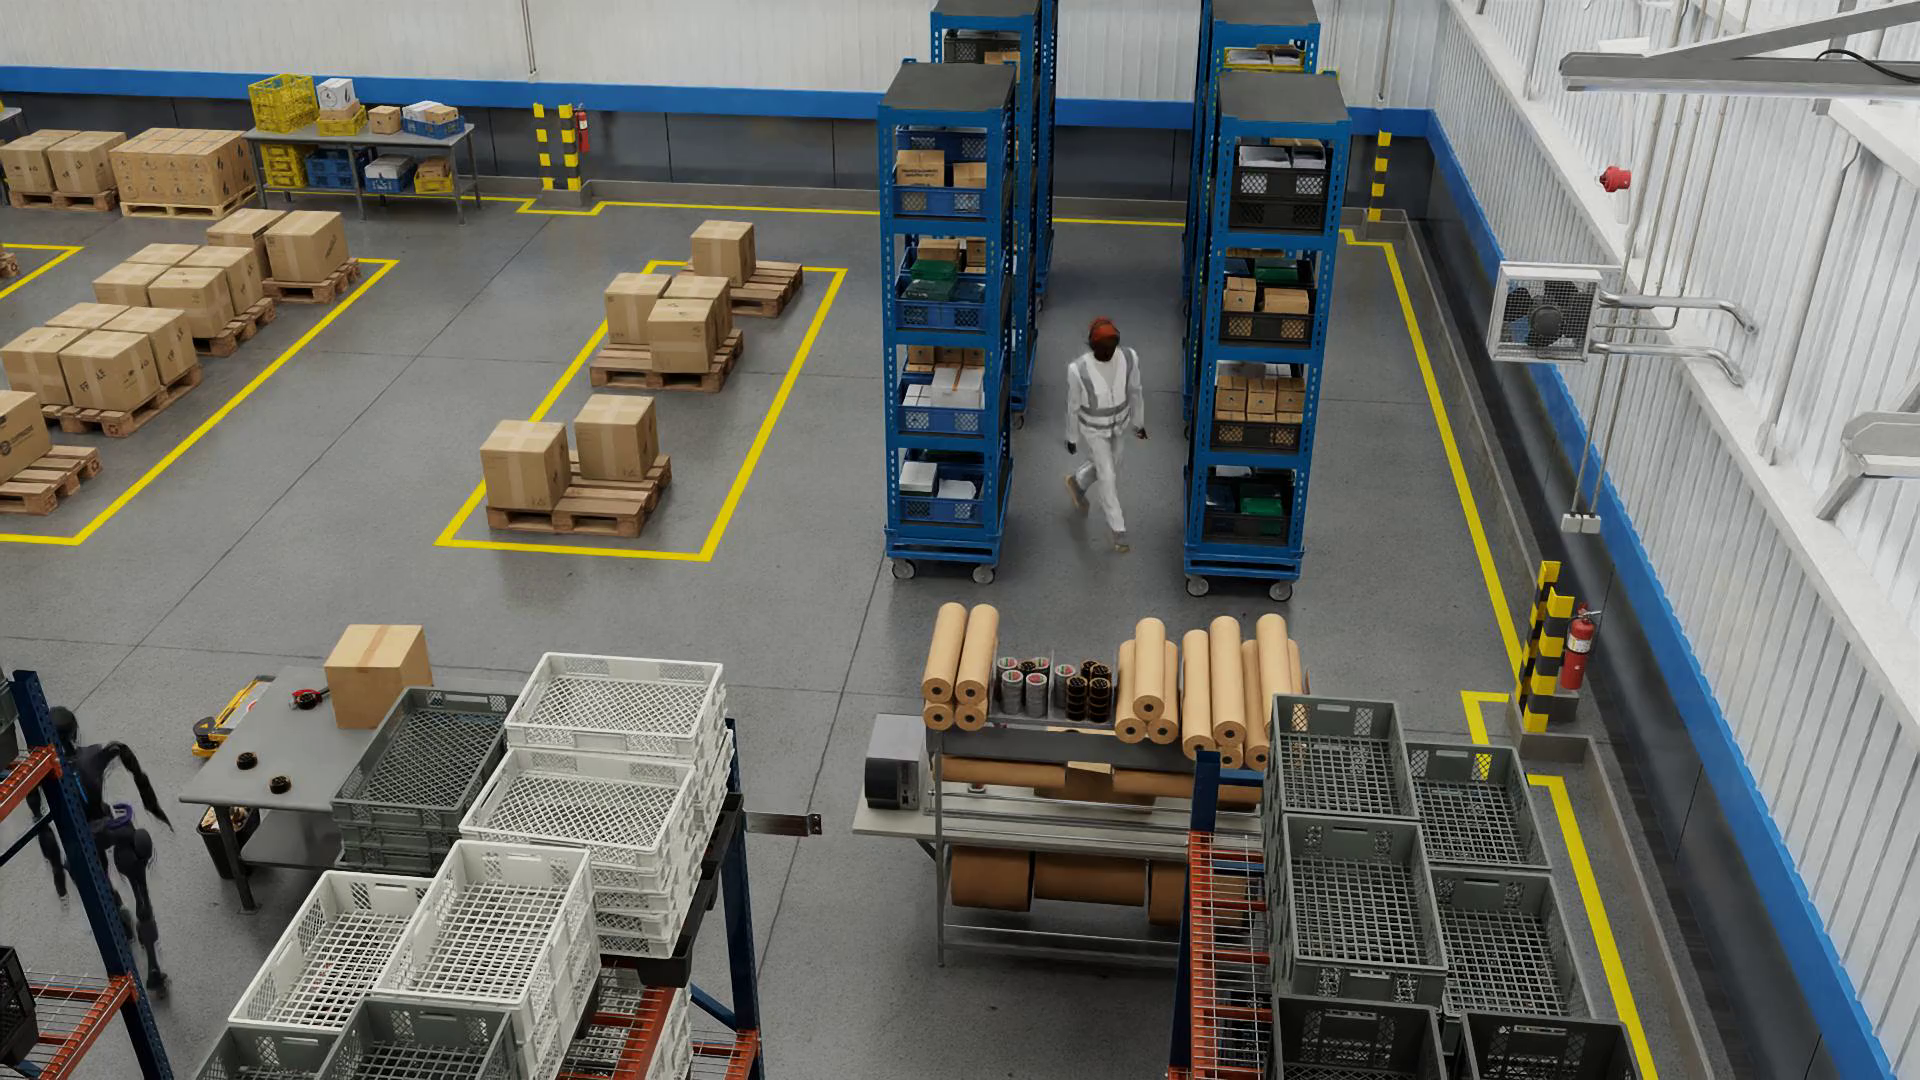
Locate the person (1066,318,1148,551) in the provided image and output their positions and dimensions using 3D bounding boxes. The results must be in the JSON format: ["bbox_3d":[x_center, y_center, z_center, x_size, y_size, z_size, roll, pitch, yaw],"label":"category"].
[{"bbox_3d":[1.060,-0.889,12.638,0.636,1.849,0.846,-13,33,-22],"label":"person"}]

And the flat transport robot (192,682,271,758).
[{"bbox_3d":[-4.089,1.163,10.648,1.431,0.197,0.652,3,30,6],"label":"flat transport robot"}]

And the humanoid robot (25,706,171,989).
[{"bbox_3d":[-4.427,1.568,8.631,0.573,1.637,0.766,-12,32,-20],"label":"humanoid robot"}]
